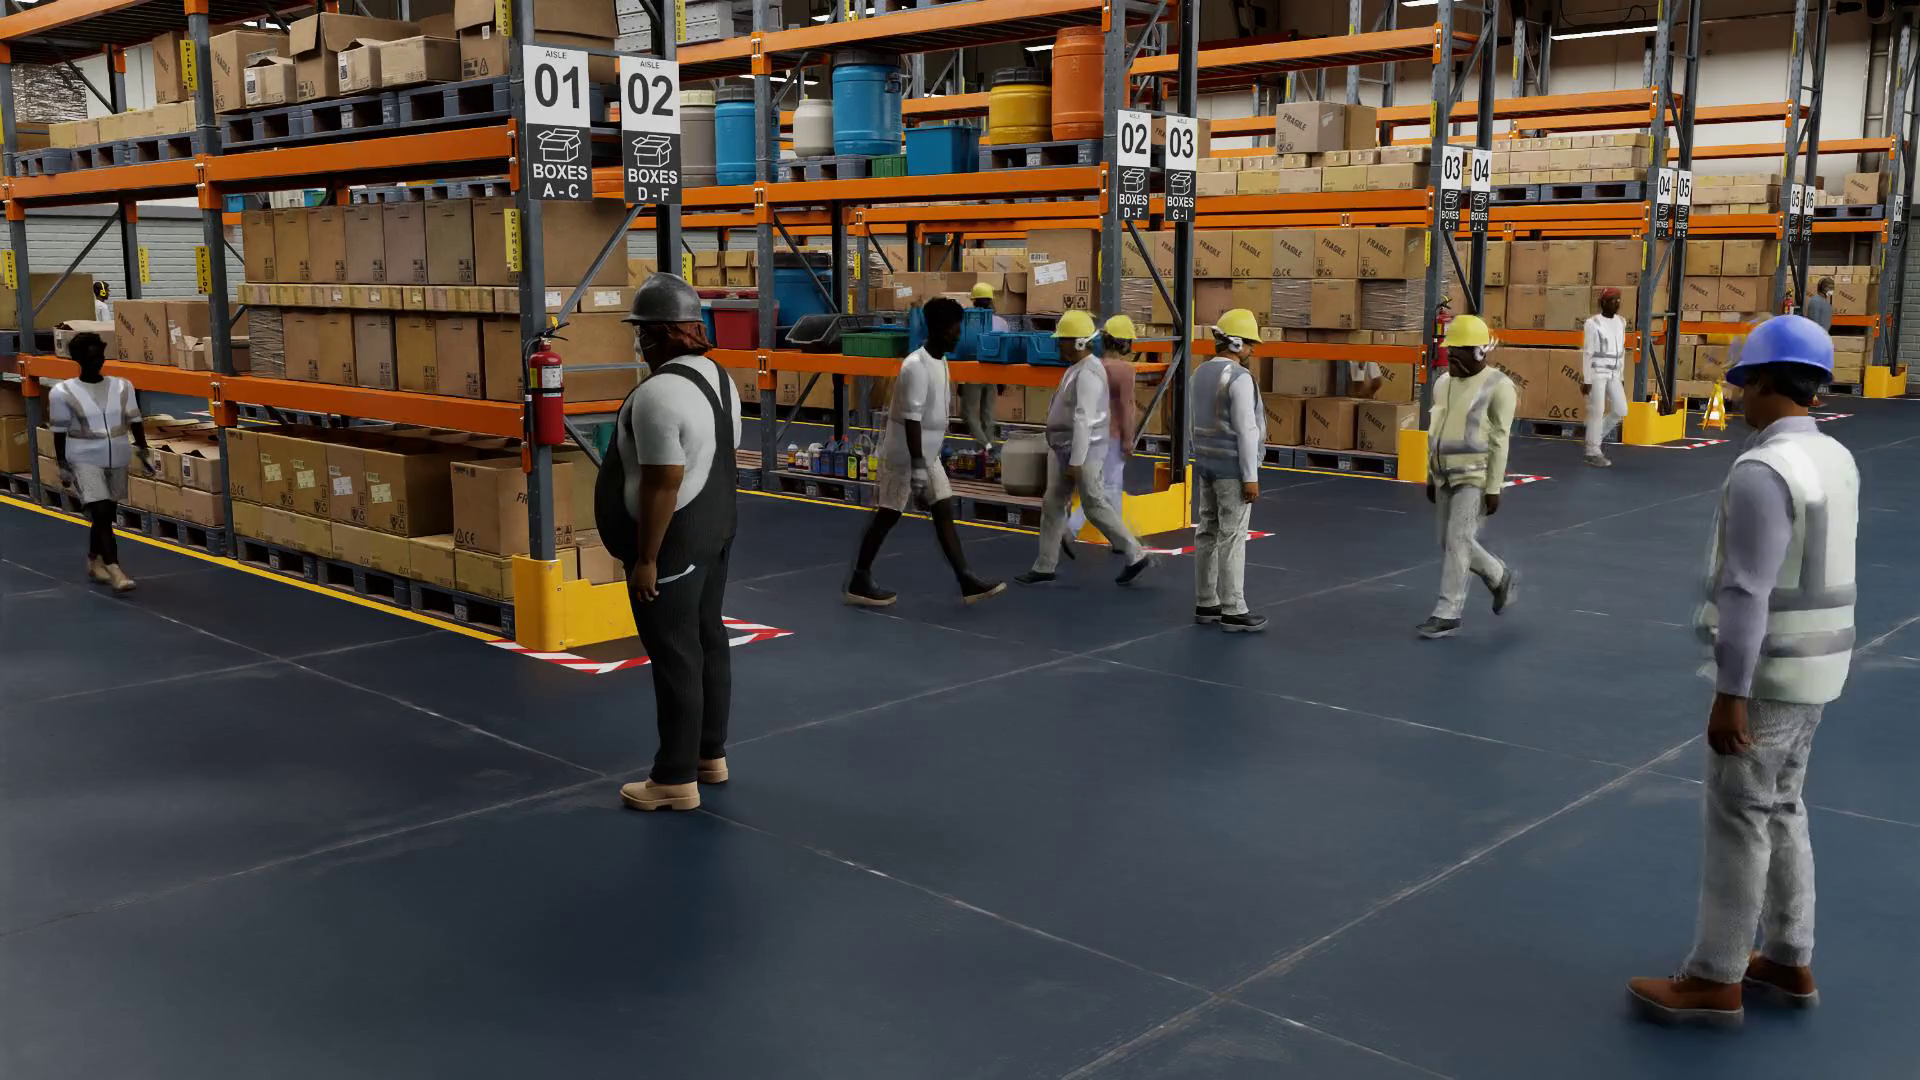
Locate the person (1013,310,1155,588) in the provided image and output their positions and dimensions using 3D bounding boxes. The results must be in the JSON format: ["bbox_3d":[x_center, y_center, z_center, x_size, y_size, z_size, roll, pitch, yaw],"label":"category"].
[{"bbox_3d":[0.827,-0.575,10.680,0.879,1.802,0.597,-1,9,-6],"label":"person"}]

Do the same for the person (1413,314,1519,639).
[{"bbox_3d":[2.905,-0.370,9.388,0.762,1.804,0.596,-4,10,-25],"label":"person"}]

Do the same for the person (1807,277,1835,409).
[{"bbox_3d":[12.743,-2.933,24.695,0.371,1.934,0.627,7,12,39],"label":"person"}]

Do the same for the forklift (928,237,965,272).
[{"bbox_3d":[-0.326,-5.817,39.609,1.129,2.768,1.873,9,13,43],"label":"forklift"}]

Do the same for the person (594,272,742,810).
[{"bbox_3d":[-1.139,0.015,6.418,0.538,2.000,0.681,2,10,13],"label":"person"}]

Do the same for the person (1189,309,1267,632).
[{"bbox_3d":[1.546,-0.405,9.534,0.403,1.822,0.588,-4,10,-22],"label":"person"}]

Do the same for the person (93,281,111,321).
[{"bbox_3d":[-13.025,-2.991,25.277,0.510,1.862,0.320,8,12,40],"label":"person"}]

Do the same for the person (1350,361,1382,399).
[{"bbox_3d":[5.161,-2.363,21.230,0.429,1.918,0.556,7,12,38],"label":"person"}]

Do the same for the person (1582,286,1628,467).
[{"bbox_3d":[6.707,-1.696,17.285,0.599,1.872,0.415,-5,11,-28],"label":"person"}]

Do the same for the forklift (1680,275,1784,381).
[{"bbox_3d":[12.480,-3.427,27.053,1.214,2.155,2.313,9,13,43],"label":"forklift"}]

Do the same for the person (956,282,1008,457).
[{"bbox_3d":[0.218,-1.684,17.101,0.613,1.909,0.427,-6,11,-32],"label":"person"}]

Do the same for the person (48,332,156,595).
[{"bbox_3d":[-5.501,-0.502,10.649,0.868,1.651,0.537,7,12,37],"label":"person"}]

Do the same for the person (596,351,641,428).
[{"bbox_3d":[-3.002,-1.151,14.421,0.539,1.723,0.909,-8,12,-41],"label":"person"}]

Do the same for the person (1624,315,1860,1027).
[{"bbox_3d":[2.180,0.362,4.526,0.490,1.921,0.667,8,12,41],"label":"person"}]

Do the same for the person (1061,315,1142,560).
[{"bbox_3d":[1.002,-0.728,11.802,0.810,1.737,0.523,-6,11,-32],"label":"person"}]

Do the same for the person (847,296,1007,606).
[{"bbox_3d":[-0.224,-0.522,10.063,1.032,1.879,0.649,3,10,18],"label":"person"}]
